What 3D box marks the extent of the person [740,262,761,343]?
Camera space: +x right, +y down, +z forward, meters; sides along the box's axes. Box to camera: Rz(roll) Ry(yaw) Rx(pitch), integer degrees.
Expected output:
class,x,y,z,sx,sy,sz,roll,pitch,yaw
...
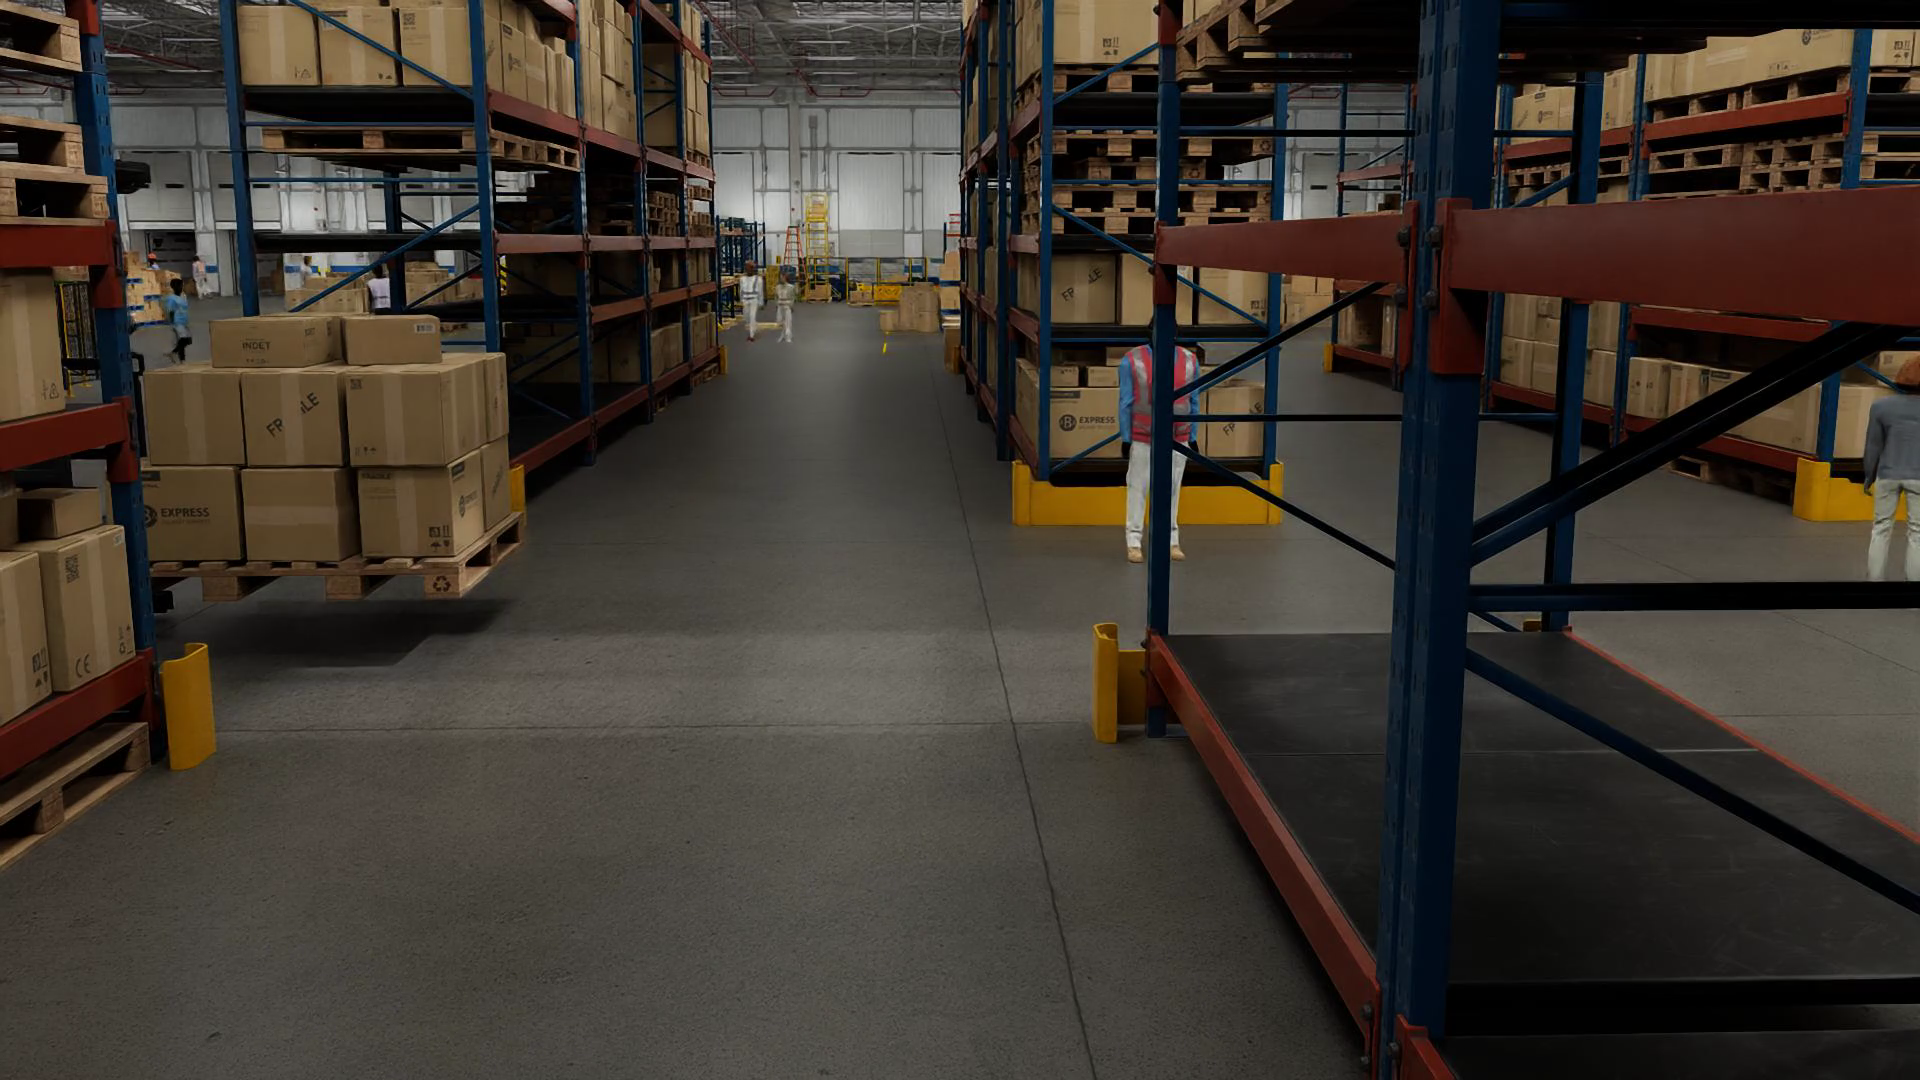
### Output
class,x,y,z,sx,sy,sz,roll,pitch,yaw
person,-4.882,-5.541,38.807,0.583,1.867,0.452,3,11,18

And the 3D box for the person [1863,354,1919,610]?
class,x,y,z,sx,sy,sz,roll,pitch,yaw
person,6.073,-0.374,10.679,0.507,1.632,0.268,10,14,44

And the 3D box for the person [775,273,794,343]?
class,x,y,z,sx,sy,sz,roll,pitch,yaw
person,-4.069,-5.367,38.530,0.521,1.620,0.468,4,11,19

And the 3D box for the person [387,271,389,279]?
class,x,y,z,sx,sy,sz,roll,pitch,yaw
person,-18.748,-8.393,55.206,0.321,1.691,0.535,9,13,41

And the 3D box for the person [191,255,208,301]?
class,x,y,z,sx,sy,sz,roll,pitch,yaw
person,-30.254,-10.408,66.061,0.440,1.818,0.644,4,11,23

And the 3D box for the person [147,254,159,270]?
class,x,y,z,sx,sy,sz,roll,pitch,yaw
person,-27.200,-8.684,56.128,0.360,1.938,0.545,-6,12,-29

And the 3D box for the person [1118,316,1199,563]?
class,x,y,z,sx,sy,sz,roll,pitch,yaw
person,1.467,-0.751,12.199,0.623,1.845,0.430,-2,10,-11

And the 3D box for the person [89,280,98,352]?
class,x,y,z,sx,sy,sz,roll,pitch,yaw
person,-18.256,-4.899,35.227,0.329,1.872,0.511,-4,11,-21

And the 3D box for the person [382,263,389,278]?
class,x,y,z,sx,sy,sz,roll,pitch,yaw
person,-21.407,-9.770,62.588,0.968,1.791,0.630,6,12,30

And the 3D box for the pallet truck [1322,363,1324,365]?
class,x,y,z,sx,sy,sz,roll,pitch,yaw
pallet truck,7.712,-4.157,30.737,1.885,1.965,0.823,3,11,16

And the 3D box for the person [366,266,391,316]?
class,x,y,z,sx,sy,sz,roll,pitch,yaw
person,-12.046,-4.778,34.613,0.617,1.857,0.829,-6,12,-28

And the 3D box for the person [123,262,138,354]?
class,x,y,z,sx,sy,sz,roll,pitch,yaw
person,-17.171,-4.734,34.165,0.427,1.918,0.562,-1,10,-5

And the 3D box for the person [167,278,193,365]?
class,x,y,z,sx,sy,sz,roll,pitch,yaw
person,-14.500,-4.011,30.806,0.493,1.683,0.540,2,10,8

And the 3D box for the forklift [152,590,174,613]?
class,x,y,z,sx,sy,sz,roll,pitch,yaw
forklift,-5.858,-0.811,9.639,1.873,2.768,1.129,-1,10,-3

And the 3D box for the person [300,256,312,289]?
class,x,y,z,sx,sy,sz,roll,pitch,yaw
person,-20.771,-8.064,52.787,0.990,1.903,0.642,0,10,-1
